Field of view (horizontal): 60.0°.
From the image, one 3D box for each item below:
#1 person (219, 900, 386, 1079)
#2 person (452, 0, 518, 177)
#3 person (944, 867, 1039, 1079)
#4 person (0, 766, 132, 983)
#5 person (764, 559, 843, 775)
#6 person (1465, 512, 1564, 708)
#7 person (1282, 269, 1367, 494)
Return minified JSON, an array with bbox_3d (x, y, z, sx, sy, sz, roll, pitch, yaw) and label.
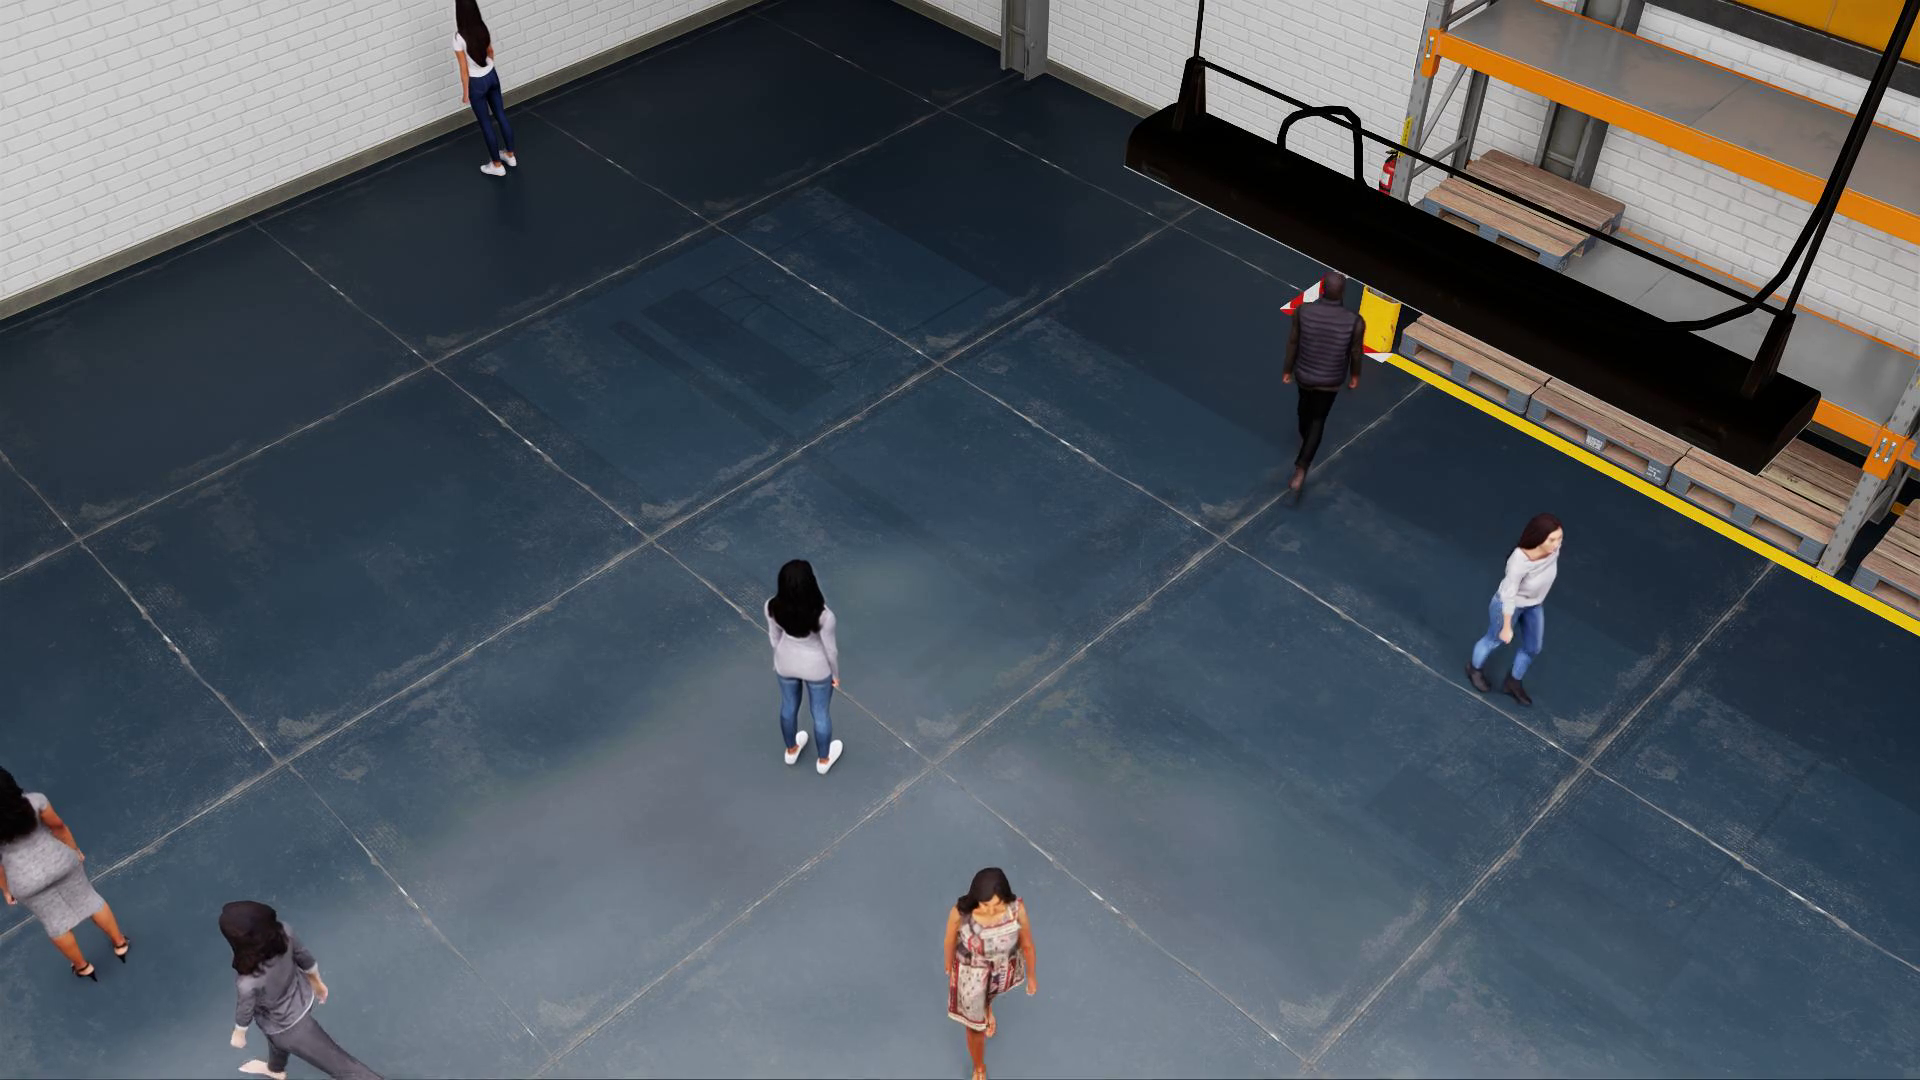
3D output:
[{"bbox_3d":[-3.335,2.456,8.509,1.227,1.711,1.079,5,44,5],"label":"person"},{"bbox_3d":[-4.436,-4.240,15.491,0.588,1.775,0.632,23,48,22],"label":"person"},{"bbox_3d":[0.135,2.169,8.876,0.892,1.620,0.996,-9,44,-9],"label":"person"},{"bbox_3d":[-5.024,1.827,9.119,0.524,1.780,0.587,34,53,30],"label":"person"},{"bbox_3d":[-0.972,0.788,10.242,0.624,1.735,0.735,10,45,10],"label":"person"},{"bbox_3d":[3.531,0.385,10.755,0.707,1.612,0.782,-22,48,-22],"label":"person"},{"bbox_3d":[2.620,-1.149,12.228,1.213,1.800,1.075,16,46,16],"label":"person"}]
